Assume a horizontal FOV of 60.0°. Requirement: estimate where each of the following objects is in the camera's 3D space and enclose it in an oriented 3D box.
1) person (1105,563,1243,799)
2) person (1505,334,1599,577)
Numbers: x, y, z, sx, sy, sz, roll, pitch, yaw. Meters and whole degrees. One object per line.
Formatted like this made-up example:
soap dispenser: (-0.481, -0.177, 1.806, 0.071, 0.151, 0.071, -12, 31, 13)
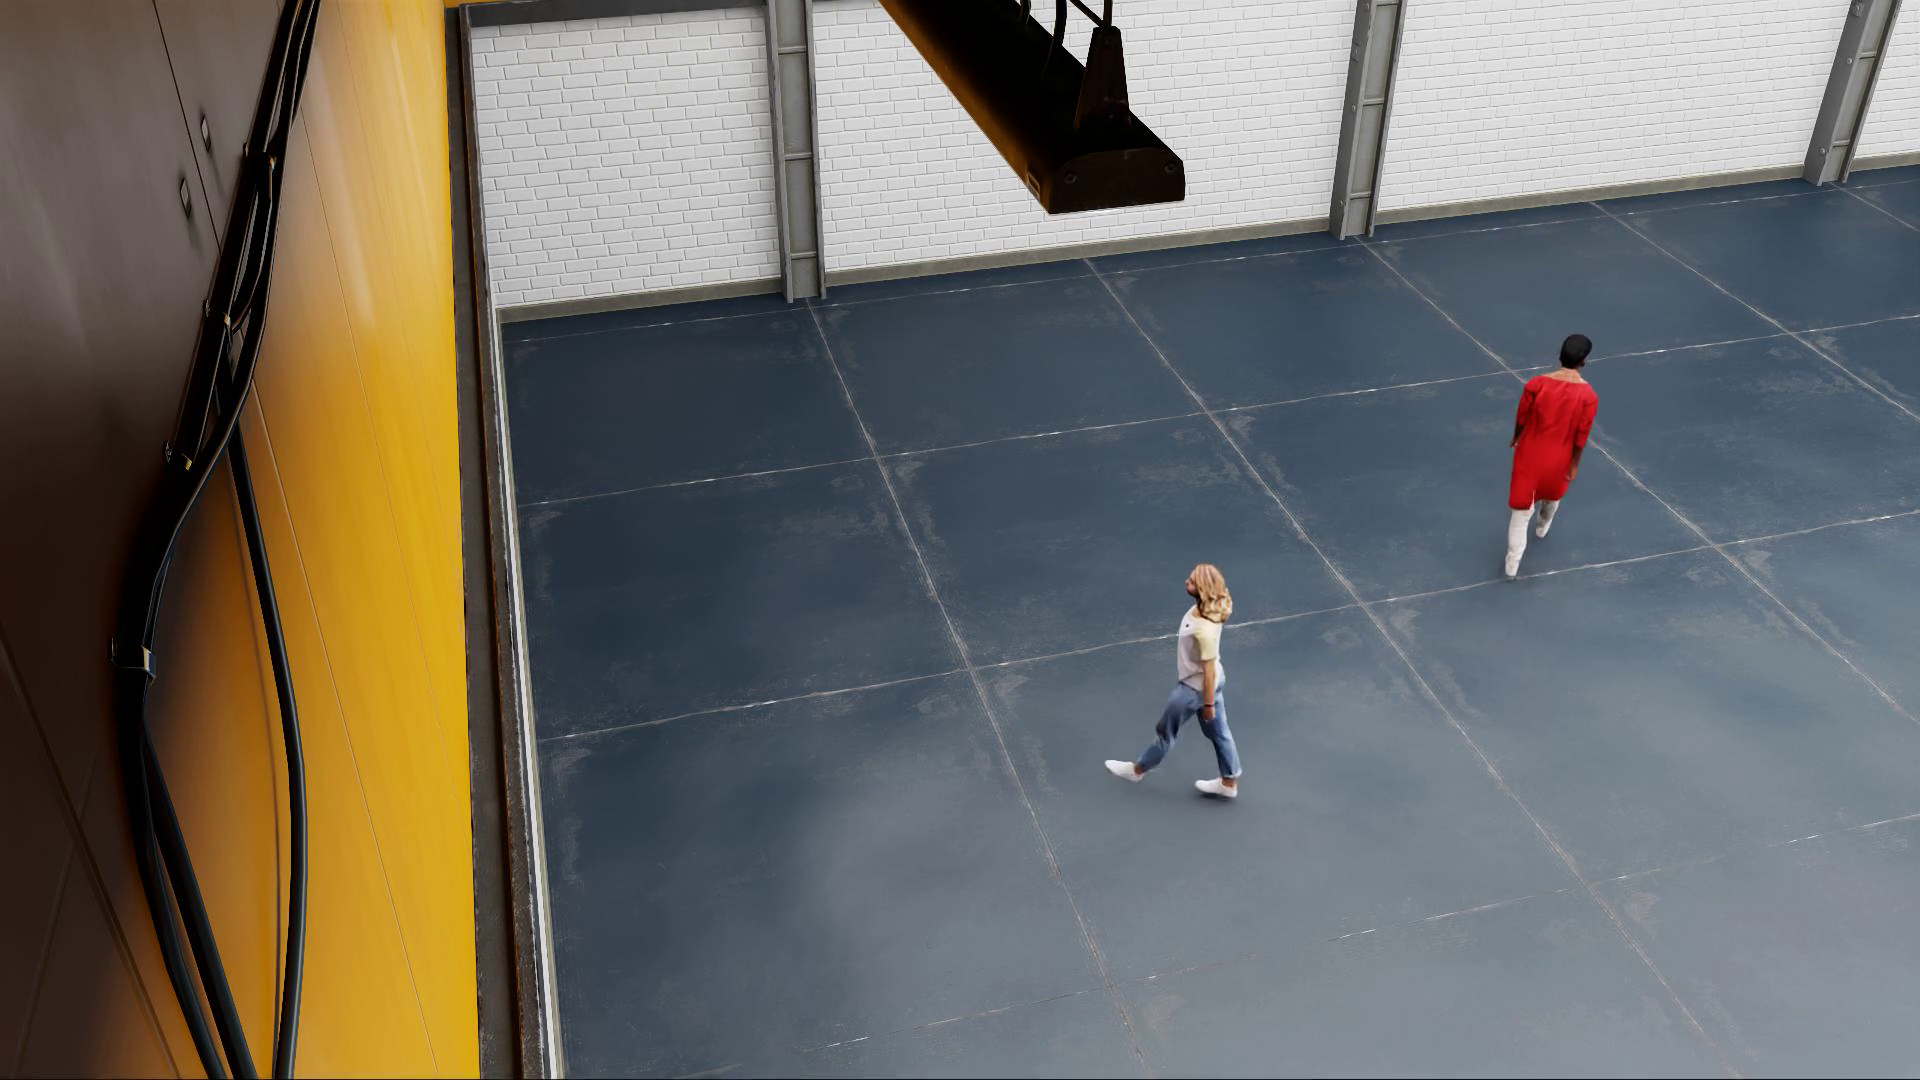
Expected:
person: (1.558, 0.902, 10.123, 1.187, 1.681, 0.964, 7, 34, 10)
person: (4.289, -0.577, 12.211, 1.220, 1.832, 1.207, 13, 36, 19)
